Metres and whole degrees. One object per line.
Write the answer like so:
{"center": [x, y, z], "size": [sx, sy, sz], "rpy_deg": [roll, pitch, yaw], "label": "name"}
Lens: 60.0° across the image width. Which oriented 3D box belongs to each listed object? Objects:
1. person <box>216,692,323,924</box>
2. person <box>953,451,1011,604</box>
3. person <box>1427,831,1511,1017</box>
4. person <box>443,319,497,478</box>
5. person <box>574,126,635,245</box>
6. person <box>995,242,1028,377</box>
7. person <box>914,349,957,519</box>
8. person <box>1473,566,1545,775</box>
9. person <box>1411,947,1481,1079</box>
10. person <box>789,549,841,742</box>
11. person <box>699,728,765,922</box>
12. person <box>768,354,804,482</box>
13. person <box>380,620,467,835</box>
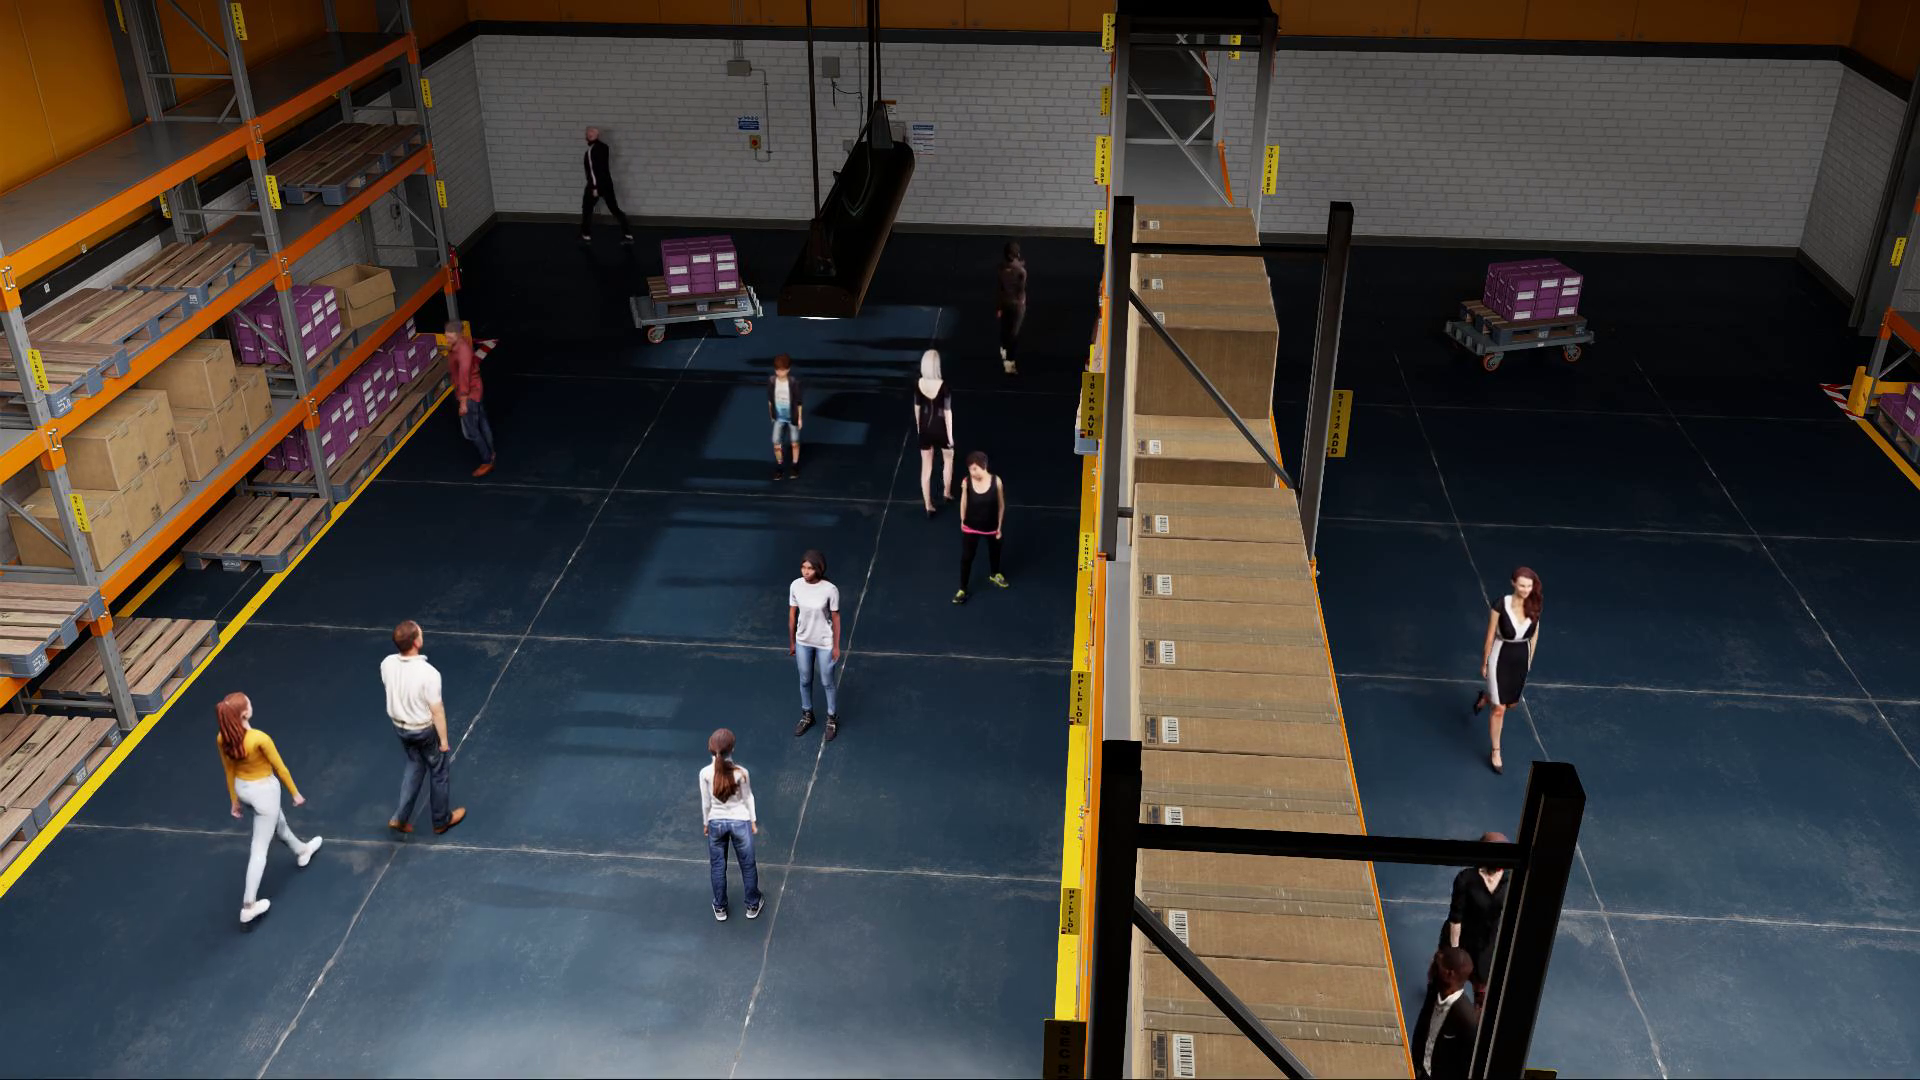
{"center": [-4.966, 1.889, 11.693], "size": [0.731, 1.702, 1.237], "rpy_deg": [7, 29, 12], "label": "person"}
{"center": [0.235, -0.184, 15.684], "size": [0.760, 1.519, 0.844], "rpy_deg": [-5, 29, -9], "label": "person"}
{"center": [3.215, 2.503, 10.618], "size": [0.696, 1.654, 1.141], "rpy_deg": [-2, 29, -4], "label": "person"}
{"center": [-5.265, -1.609, 17.999], "size": [0.974, 1.805, 0.656], "rpy_deg": [0, 29, 0], "label": "person"}
{"center": [-5.221, -5.179, 24.560], "size": [1.007, 1.788, 1.236], "rpy_deg": [11, 30, 19], "label": "person"}
{"center": [0.700, -2.934, 20.573], "size": [0.788, 1.665, 1.152], "rpy_deg": [8, 30, 15], "label": "person"}
{"center": [-0.299, -1.045, 16.954], "size": [0.746, 1.813, 0.871], "rpy_deg": [11, 30, 19], "label": "person"}
{"center": [4.342, 0.974, 13.289], "size": [0.694, 1.779, 0.996], "rpy_deg": [-3, 29, -5], "label": "person"}
{"center": [2.766, 3.116, 9.372], "size": [0.960, 1.769, 0.679], "rpy_deg": [-13, 31, -23], "label": "person"}
{"center": [-1.177, 0.848, 13.584], "size": [0.623, 1.719, 0.575], "rpy_deg": [8, 30, 14], "label": "person"}
{"center": [-1.627, 1.991, 11.657], "size": [0.564, 1.557, 0.537], "rpy_deg": [-2, 29, -3], "label": "person"}
{"center": [-1.842, -1.354, 17.916], "size": [0.539, 1.436, 0.561], "rpy_deg": [3, 29, 5], "label": "person"}
{"center": [-4.082, 1.462, 12.335], "size": [0.839, 1.837, 0.978], "rpy_deg": [13, 31, 22], "label": "person"}
